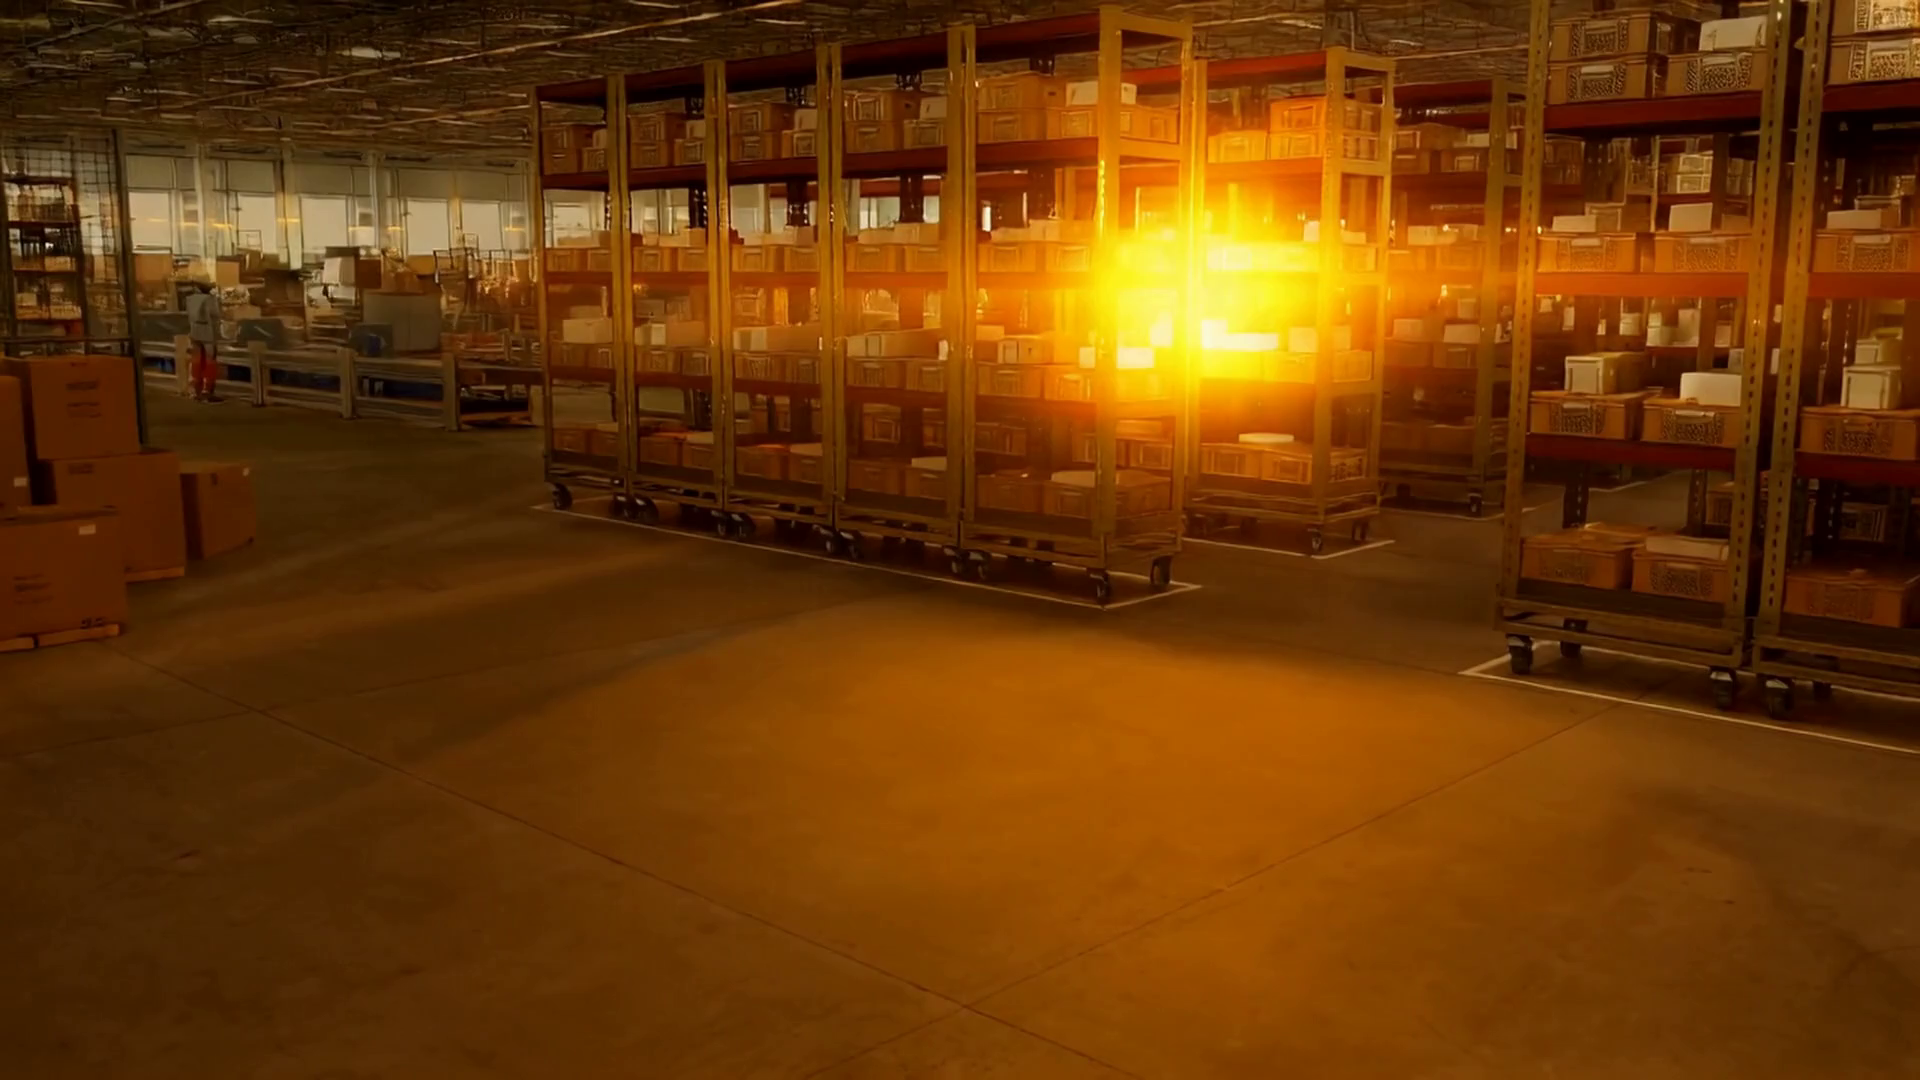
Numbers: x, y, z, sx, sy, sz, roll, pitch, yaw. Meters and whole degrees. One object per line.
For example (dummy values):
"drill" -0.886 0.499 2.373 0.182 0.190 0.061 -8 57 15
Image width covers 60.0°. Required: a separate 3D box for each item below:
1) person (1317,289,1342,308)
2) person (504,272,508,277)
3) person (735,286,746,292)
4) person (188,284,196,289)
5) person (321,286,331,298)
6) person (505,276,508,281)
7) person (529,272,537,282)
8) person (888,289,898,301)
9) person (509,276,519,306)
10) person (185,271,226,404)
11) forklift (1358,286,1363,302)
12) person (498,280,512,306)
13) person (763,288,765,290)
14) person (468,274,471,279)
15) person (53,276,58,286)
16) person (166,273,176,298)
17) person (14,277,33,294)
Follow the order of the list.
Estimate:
"person" 5.274 -2.751 24.151 0.578 1.795 0.706 -4 10 -21
"person" -25.744 -14.304 94.703 0.983 1.880 0.547 -8 12 -42
"person" -8.391 -9.132 62.503 0.682 2.000 0.537 -1 9 -6
"person" -26.960 -8.386 58.502 0.503 1.862 0.328 5 11 29
"person" -24.066 -9.161 63.097 0.443 1.900 0.613 -4 10 -24
"person" -25.493 -14.023 93.679 0.543 1.640 0.898 5 11 30
"person" -22.375 -13.124 87.433 0.585 1.900 0.703 8 12 40
"person" -2.382 -8.652 59.691 0.376 1.997 0.612 4 10 21
"person" -16.504 -8.818 61.274 0.531 1.810 0.994 6 11 31
"person" -11.556 -3.090 25.501 0.602 2.035 0.406 5 10 27
"forklift" 11.100 -7.017 46.970 1.873 2.768 1.129 9 13 43
"person" -15.986 -8.288 58.410 0.537 1.693 0.319 5 10 28
"person" -7.212 -8.989 62.501 0.359 1.748 0.552 -6 11 -33
"person" -18.268 -8.841 61.188 0.910 1.909 0.560 -3 10 -18
"person" -34.189 -9.113 63.057 0.520 1.829 0.469 4 10 22
"person" -32.726 -10.157 69.120 0.379 1.933 0.629 -1 9 -5
"person" -29.849 -7.540 53.106 0.542 1.928 0.399 -9 13 -42
